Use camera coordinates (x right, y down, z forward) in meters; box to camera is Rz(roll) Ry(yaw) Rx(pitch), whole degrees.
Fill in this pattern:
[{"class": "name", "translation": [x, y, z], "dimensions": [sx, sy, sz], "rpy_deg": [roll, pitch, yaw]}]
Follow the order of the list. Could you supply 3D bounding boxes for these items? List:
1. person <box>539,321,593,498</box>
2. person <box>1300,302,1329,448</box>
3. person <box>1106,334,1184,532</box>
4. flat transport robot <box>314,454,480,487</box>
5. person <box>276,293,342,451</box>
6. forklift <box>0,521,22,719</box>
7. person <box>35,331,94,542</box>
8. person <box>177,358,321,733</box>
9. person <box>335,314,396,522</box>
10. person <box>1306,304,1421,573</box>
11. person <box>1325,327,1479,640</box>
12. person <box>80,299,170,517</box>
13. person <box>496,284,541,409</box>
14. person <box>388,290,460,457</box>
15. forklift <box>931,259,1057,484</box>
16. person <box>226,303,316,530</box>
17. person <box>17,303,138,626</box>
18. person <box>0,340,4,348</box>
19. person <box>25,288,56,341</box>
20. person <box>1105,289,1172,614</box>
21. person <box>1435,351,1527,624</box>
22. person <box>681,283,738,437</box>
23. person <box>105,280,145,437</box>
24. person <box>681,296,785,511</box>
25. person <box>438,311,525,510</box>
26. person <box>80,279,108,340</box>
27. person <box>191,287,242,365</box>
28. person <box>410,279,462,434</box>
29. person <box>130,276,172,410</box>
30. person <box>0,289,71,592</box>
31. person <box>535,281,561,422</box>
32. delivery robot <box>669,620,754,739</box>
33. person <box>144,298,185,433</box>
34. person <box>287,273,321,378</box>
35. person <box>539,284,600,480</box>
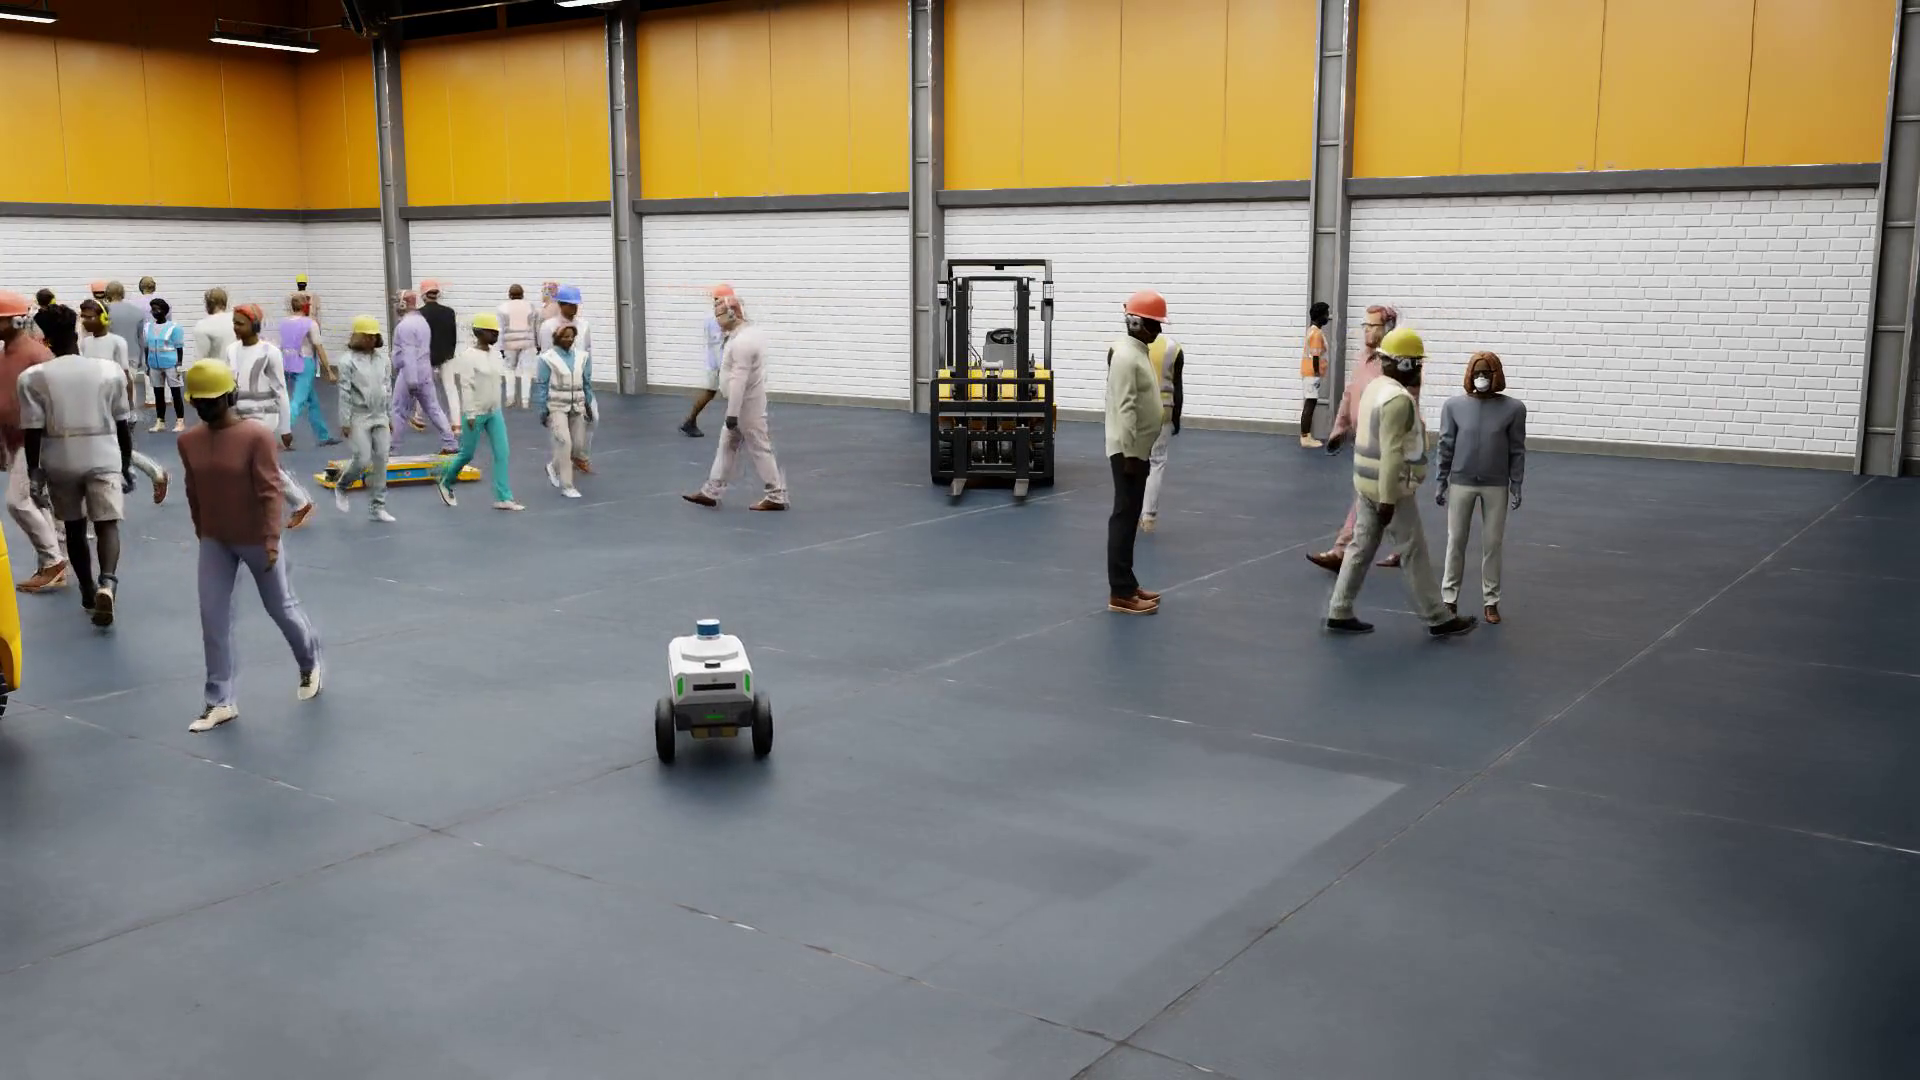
[{"class": "person", "translation": [-3.670, -1.208, 15.318], "dimensions": [0.591, 1.616, 0.536], "rpy_deg": [9, 13, 43]}, {"class": "person", "translation": [4.115, -1.914, 19.311], "dimensions": [0.320, 1.691, 0.528], "rpy_deg": [1, 10, 9]}, {"class": "person", "translation": [1.479, -0.975, 13.318], "dimensions": [0.622, 1.822, 0.457], "rpy_deg": [1, 10, 4]}, {"class": "flat transport robot", "translation": [-5.476, -0.681, 16.178], "dimensions": [1.431, 0.197, 0.652], "rpy_deg": [-6, 11, -32]}, {"class": "person", "translation": [-7.559, -1.929, 19.101], "dimensions": [0.580, 1.798, 0.983], "rpy_deg": [6, 11, 33]}, {"class": "forklift", "translation": [-5.296, -0.090, 6.943], "dimensions": [1.214, 2.155, 2.313], "rpy_deg": [7, 12, 35]}, {"class": "person", "translation": [-6.970, -0.800, 12.844], "dimensions": [0.335, 1.631, 0.517], "rpy_deg": [-7, 12, -37]}, {"class": "person", "translation": [-3.385, -0.019, 7.911], "dimensions": [0.547, 1.721, 0.825], "rpy_deg": [1, 10, 7]}, {"class": "person", "translation": [-4.951, -1.009, 13.808], "dimensions": [0.522, 1.727, 0.483], "rpy_deg": [6, 11, 32]}, {"class": "person", "translation": [2.829, -0.697, 11.569], "dimensions": [0.991, 1.855, 0.659], "rpy_deg": [-2, 10, -14]}, {"class": "person", "translation": [2.527, -0.316, 9.501], "dimensions": [0.850, 1.786, 0.609], "rpy_deg": [0, 10, -2]}, {"class": "person", "translation": [-7.230, -1.143, 14.267], "dimensions": [0.545, 1.842, 0.768], "rpy_deg": [4, 10, 22]}, {"class": "person", "translation": [-6.497, -2.852, 24.512], "dimensions": [0.638, 1.822, 0.699], "rpy_deg": [-3, 10, -17]}, {"class": "person", "translation": [-5.942, -1.783, 18.071], "dimensions": [1.021, 1.857, 0.653], "rpy_deg": [1, 10, 4]}, {"class": "forklift", "translation": [0.370, -1.738, 16.759], "dimensions": [1.214, 2.155, 2.313], "rpy_deg": [1, 10, 3]}, {"class": "person", "translation": [-5.455, -0.932, 13.019], "dimensions": [0.570, 1.849, 0.957], "rpy_deg": [6, 11, 33]}, {"class": "person", "translation": [-5.241, -0.447, 9.915], "dimensions": [0.600, 1.919, 0.938], "rpy_deg": [-5, 11, -26]}, {"class": "person", "translation": [-13.024, -2.556, 22.088], "dimensions": [0.394, 2.040, 0.610], "rpy_deg": [7, 12, 36]}, {"class": "person", "translation": [-11.448, -2.248, 20.906], "dimensions": [0.515, 1.832, 0.942], "rpy_deg": [-2, 10, -9]}, {"class": "person", "translation": [1.093, -0.547, 10.287], "dimensions": [0.396, 1.985, 0.608], "rpy_deg": [2, 10, 12]}, {"class": "person", "translation": [3.103, -0.314, 9.942], "dimensions": [0.507, 1.631, 0.265], "rpy_deg": [3, 10, 19]}, {"class": "person", "translation": [-2.974, -2.187, 20.353], "dimensions": [0.987, 1.897, 0.560], "rpy_deg": [2, 10, 11]}, {"class": "person", "translation": [-10.291, -2.212, 20.383], "dimensions": [0.441, 1.919, 0.639], "rpy_deg": [6, 11, 32]}, {"class": "person", "translation": [-1.965, -1.151, 14.288], "dimensions": [0.962, 1.846, 0.699], "rpy_deg": [-2, 10, -10]}, {"class": "person", "translation": [-4.208, -1.124, 14.469], "dimensions": [0.828, 1.739, 0.537], "rpy_deg": [5, 11, 27]}, {"class": "person", "translation": [-11.333, -2.501, 22.125], "dimensions": [0.569, 1.913, 0.726], "rpy_deg": [-3, 10, -17]}, {"class": "person", "translation": [-7.502, -1.587, 16.762], "dimensions": [0.968, 1.888, 0.646], "rpy_deg": [3, 10, 19]}, {"class": "person", "translation": [-6.596, -2.297, 20.860], "dimensions": [0.614, 1.934, 1.065], "rpy_deg": [-9, 13, -42]}, {"class": "person", "translation": [-11.772, -2.865, 24.228], "dimensions": [0.370, 1.940, 0.630], "rpy_deg": [6, 11, 32]}, {"class": "person", "translation": [-6.074, -0.624, 10.764], "dimensions": [0.658, 1.972, 0.485], "rpy_deg": [7, 12, 35]}, {"class": "person", "translation": [-5.436, -2.503, 22.215], "dimensions": [0.448, 1.892, 0.646], "rpy_deg": [2, 10, 11]}, {"class": "delivery robot", "translation": [-1.119, 0.599, 7.432], "dimensions": [0.477, 0.478, 0.707], "rpy_deg": [-2, 10, -12]}, {"class": "person", "translation": [-9.998, -2.184, 20.894], "dimensions": [0.536, 1.697, 0.318], "rpy_deg": [1, 10, 6]}, {"class": "person", "translation": [-12.076, -3.936, 30.642], "dimensions": [0.589, 1.928, 0.385], "rpy_deg": [-6, 12, -34]}, {"class": "person", "translation": [-3.846, -1.545, 16.406], "dimensions": [0.496, 1.928, 0.630], "rpy_deg": [8, 13, 41]}]
